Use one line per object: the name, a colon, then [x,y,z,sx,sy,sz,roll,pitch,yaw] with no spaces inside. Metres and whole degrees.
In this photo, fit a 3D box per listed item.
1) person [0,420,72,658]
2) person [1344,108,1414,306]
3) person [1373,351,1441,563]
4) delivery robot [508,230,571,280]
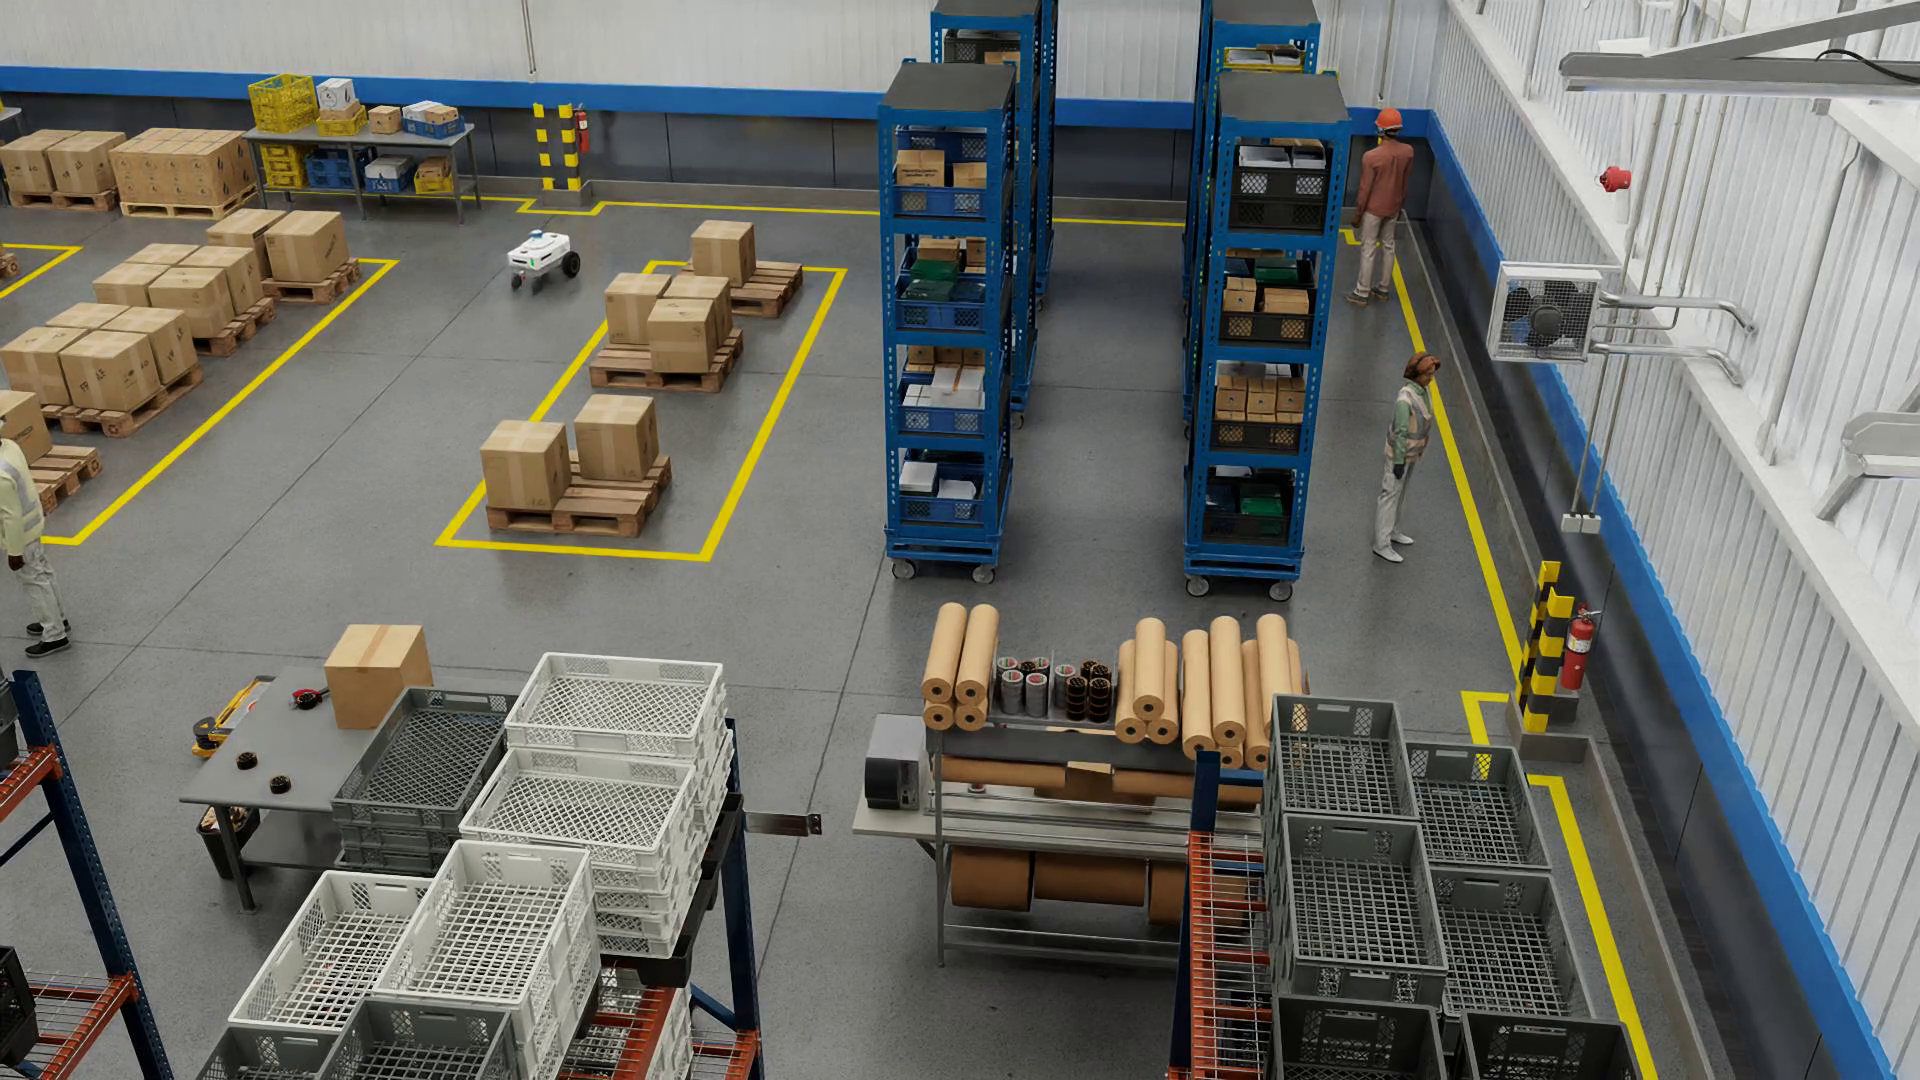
person: [-6.384,-0.065,11.218,0.404,1.828,0.603,-12,32,-19]
person: [4.207,-3.336,16.676,0.611,1.995,0.375,-15,33,-23]
person: [3.318,-0.640,12.395,0.312,1.638,0.512,16,34,26]
delivery robot: [-4.406,-3.006,17.438,0.477,0.478,0.707,12,32,20]
